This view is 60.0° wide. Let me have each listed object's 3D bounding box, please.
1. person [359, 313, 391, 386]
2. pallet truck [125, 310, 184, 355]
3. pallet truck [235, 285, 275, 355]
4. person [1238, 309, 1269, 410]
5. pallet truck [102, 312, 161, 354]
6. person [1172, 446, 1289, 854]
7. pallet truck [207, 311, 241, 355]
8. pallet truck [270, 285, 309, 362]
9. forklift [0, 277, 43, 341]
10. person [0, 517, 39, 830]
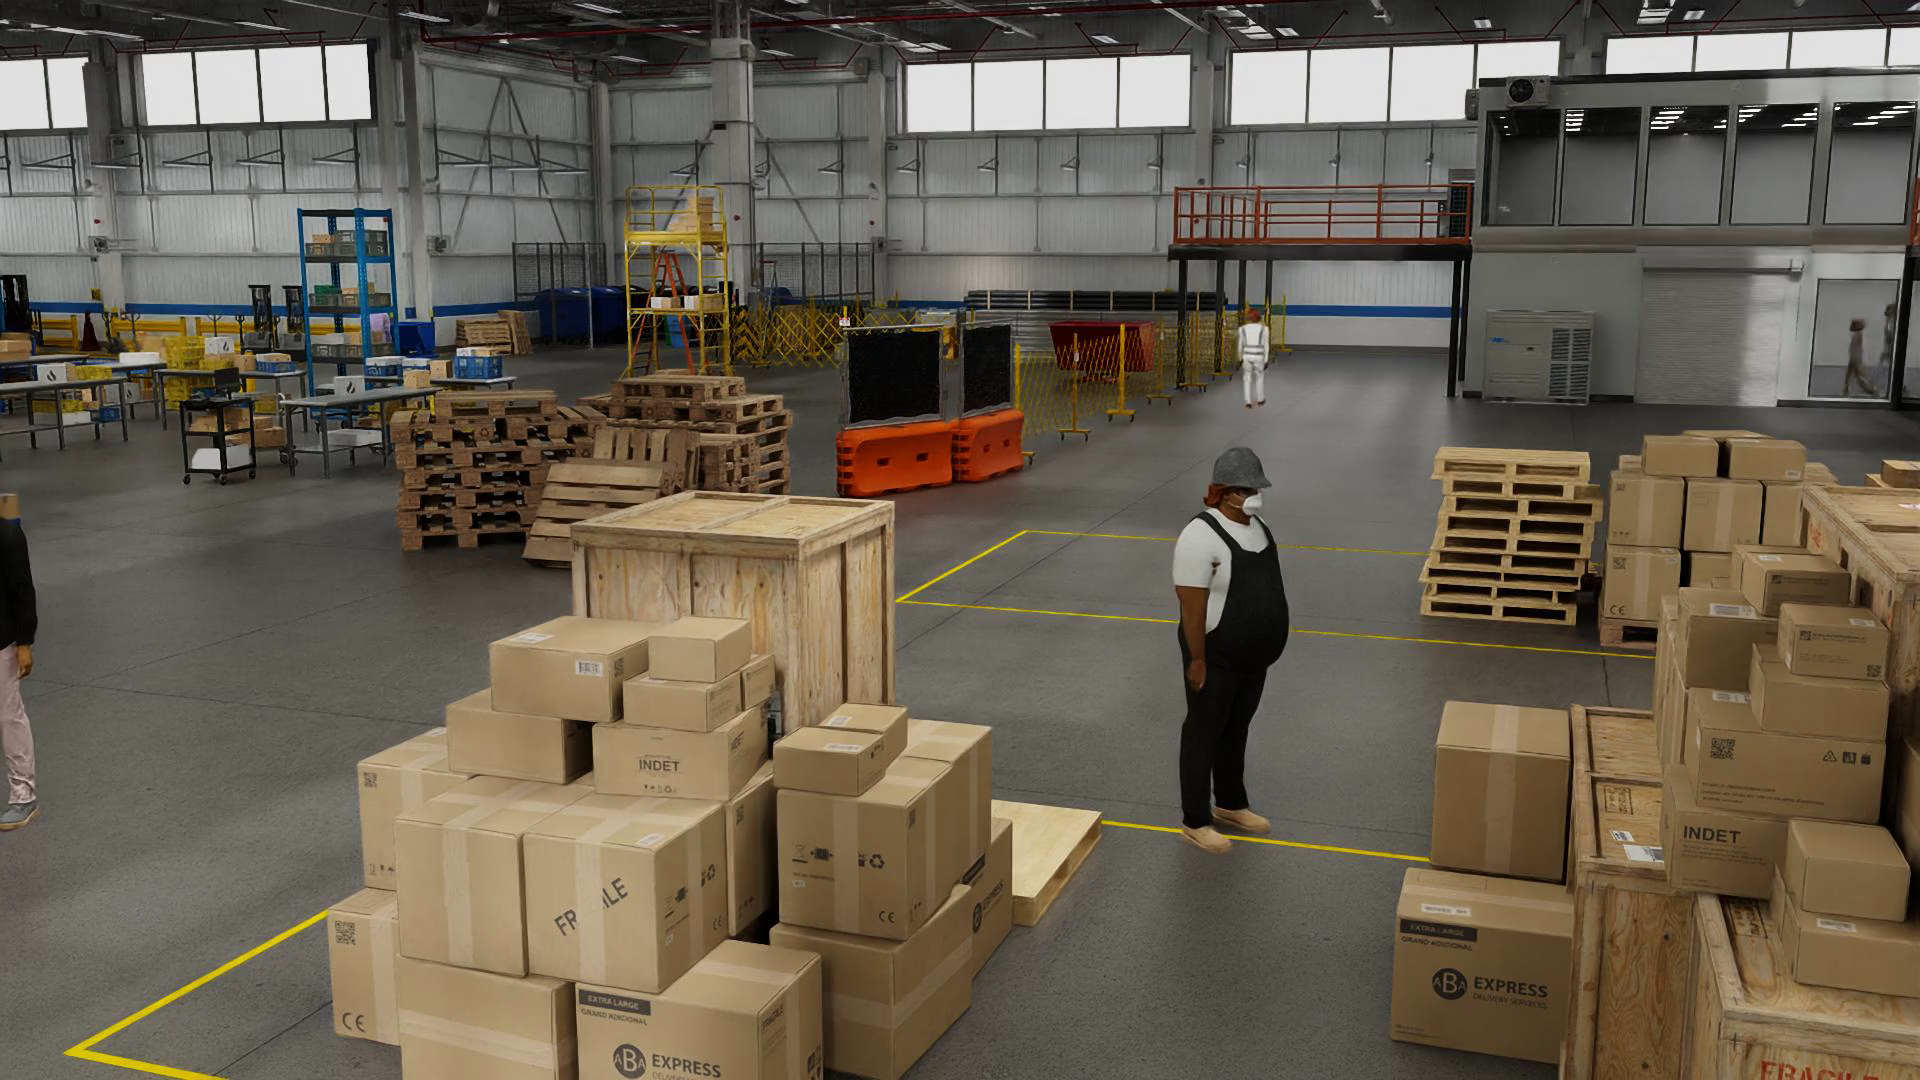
[{"bbox_3d":[-11.813,-3.939,33.612,0.605,2.045,0.377,-8,13,-36],"label":"person"},{"bbox_3d":[-22.038,-5.665,45.457,0.704,1.261,1.522,3,11,17],"label":"pallet truck"},{"bbox_3d":[-18.327,-5.835,44.421,0.823,1.965,1.885,4,11,23],"label":"pallet truck"},{"bbox_3d":[5.470,-3.362,30.918,0.598,1.836,0.956,4,11,22],"label":"person"},{"bbox_3d":[-23.057,-5.777,46.261,0.680,1.201,1.601,3,11,19],"label":"pallet truck"},{"bbox_3d":[1.401,0.536,8.422,0.536,2.000,0.681,9,14,42],"label":"person"},{"bbox_3d":[-19.537,-5.575,44.913,0.653,1.274,1.630,3,11,19],"label":"pallet truck"},{"bbox_3d":[-17.147,-5.700,43.663,0.823,1.965,1.885,3,11,17],"label":"pallet truck"},{"bbox_3d":[-27.151,-6.329,46.328,1.157,1.987,2.680,3,11,17],"label":"forklift"},{"bbox_3d":[-5.110,0.525,8.618,0.622,1.990,0.388,1,10,5],"label":"person"}]
